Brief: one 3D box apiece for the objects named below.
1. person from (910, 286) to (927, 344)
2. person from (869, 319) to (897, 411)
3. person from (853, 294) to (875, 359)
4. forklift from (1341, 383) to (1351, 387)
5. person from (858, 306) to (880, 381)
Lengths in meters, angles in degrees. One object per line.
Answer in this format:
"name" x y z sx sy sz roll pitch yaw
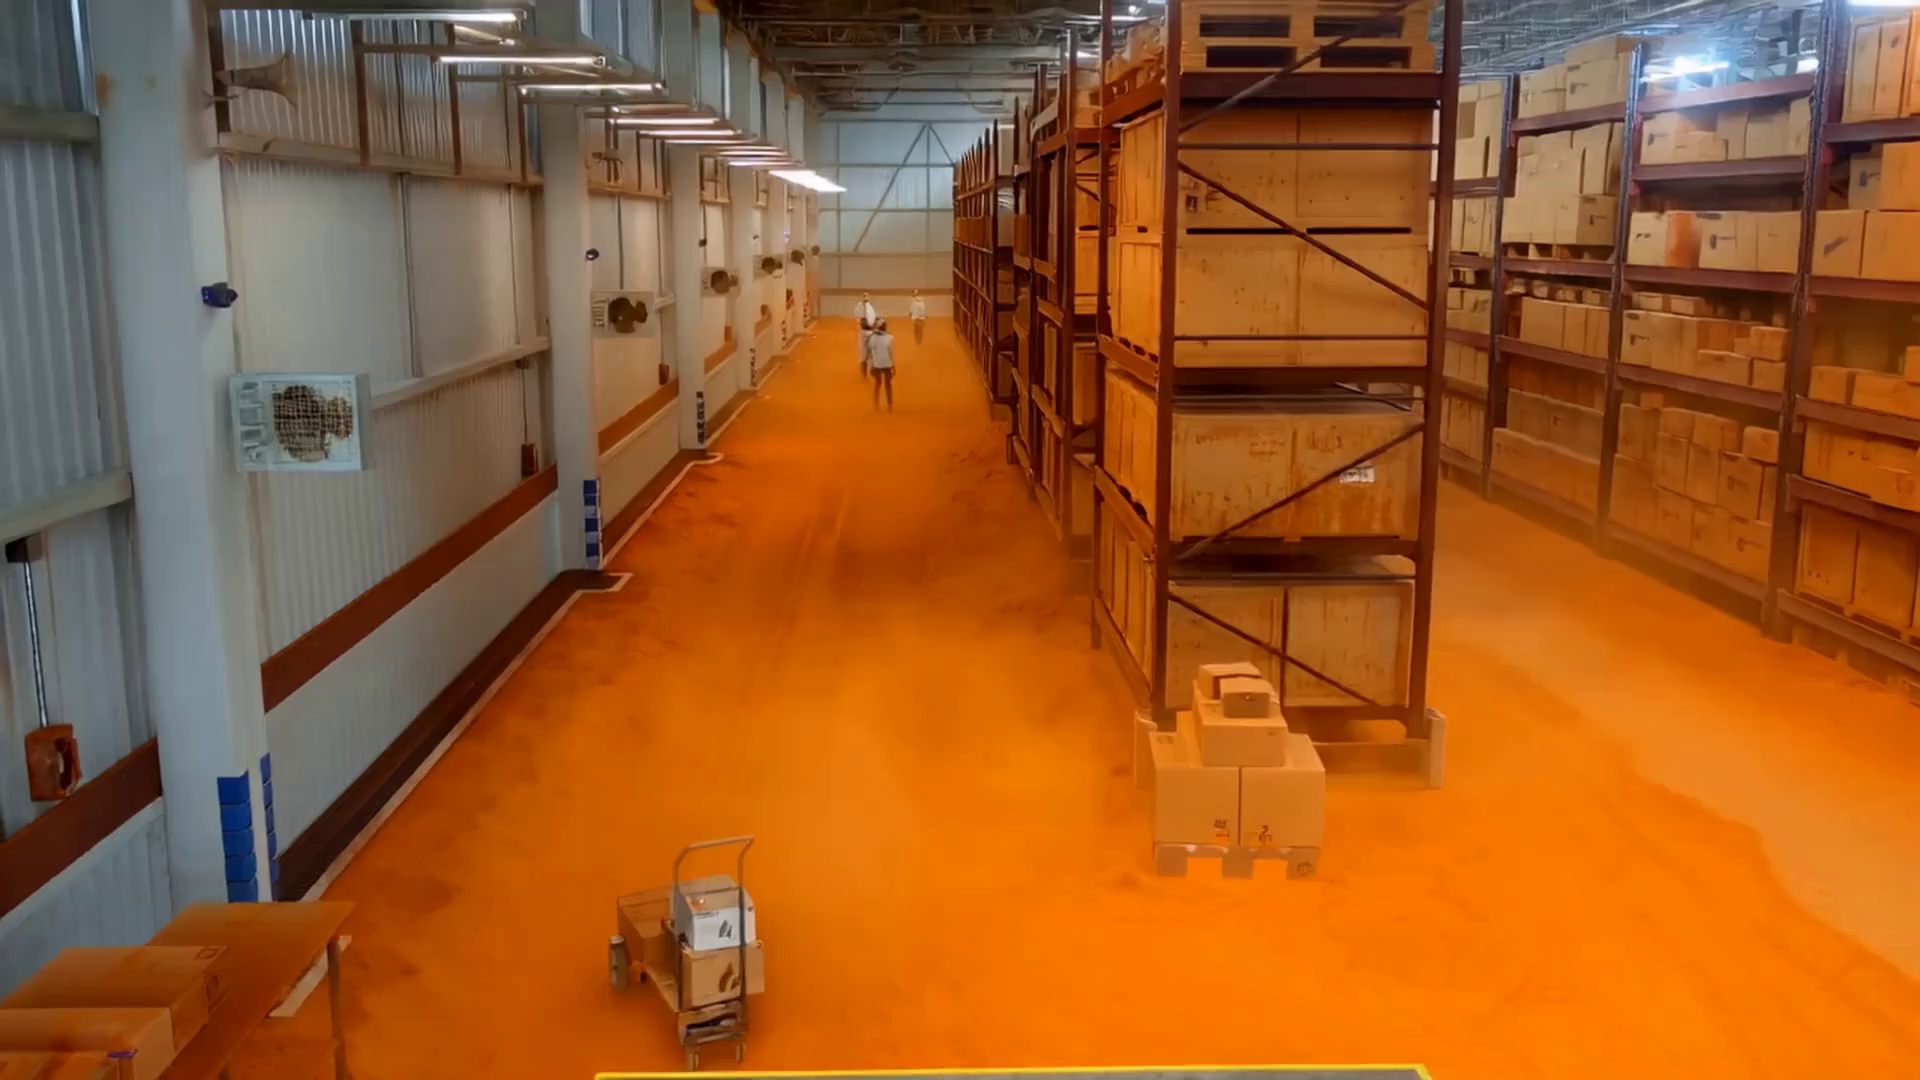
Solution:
"person" -1.376 -7.515 55.461 0.560 1.919 0.697 1 11 5
"person" -1.652 -3.755 35.730 0.620 1.985 0.406 -3 11 -16
"person" -2.848 -6.324 49.291 0.642 1.909 0.399 0 11 1
"forklift" 4.703 -1.391 21.088 1.873 2.768 1.129 0 11 -2
"person" -2.326 -5.038 42.612 0.598 1.907 0.406 -2 11 -9
